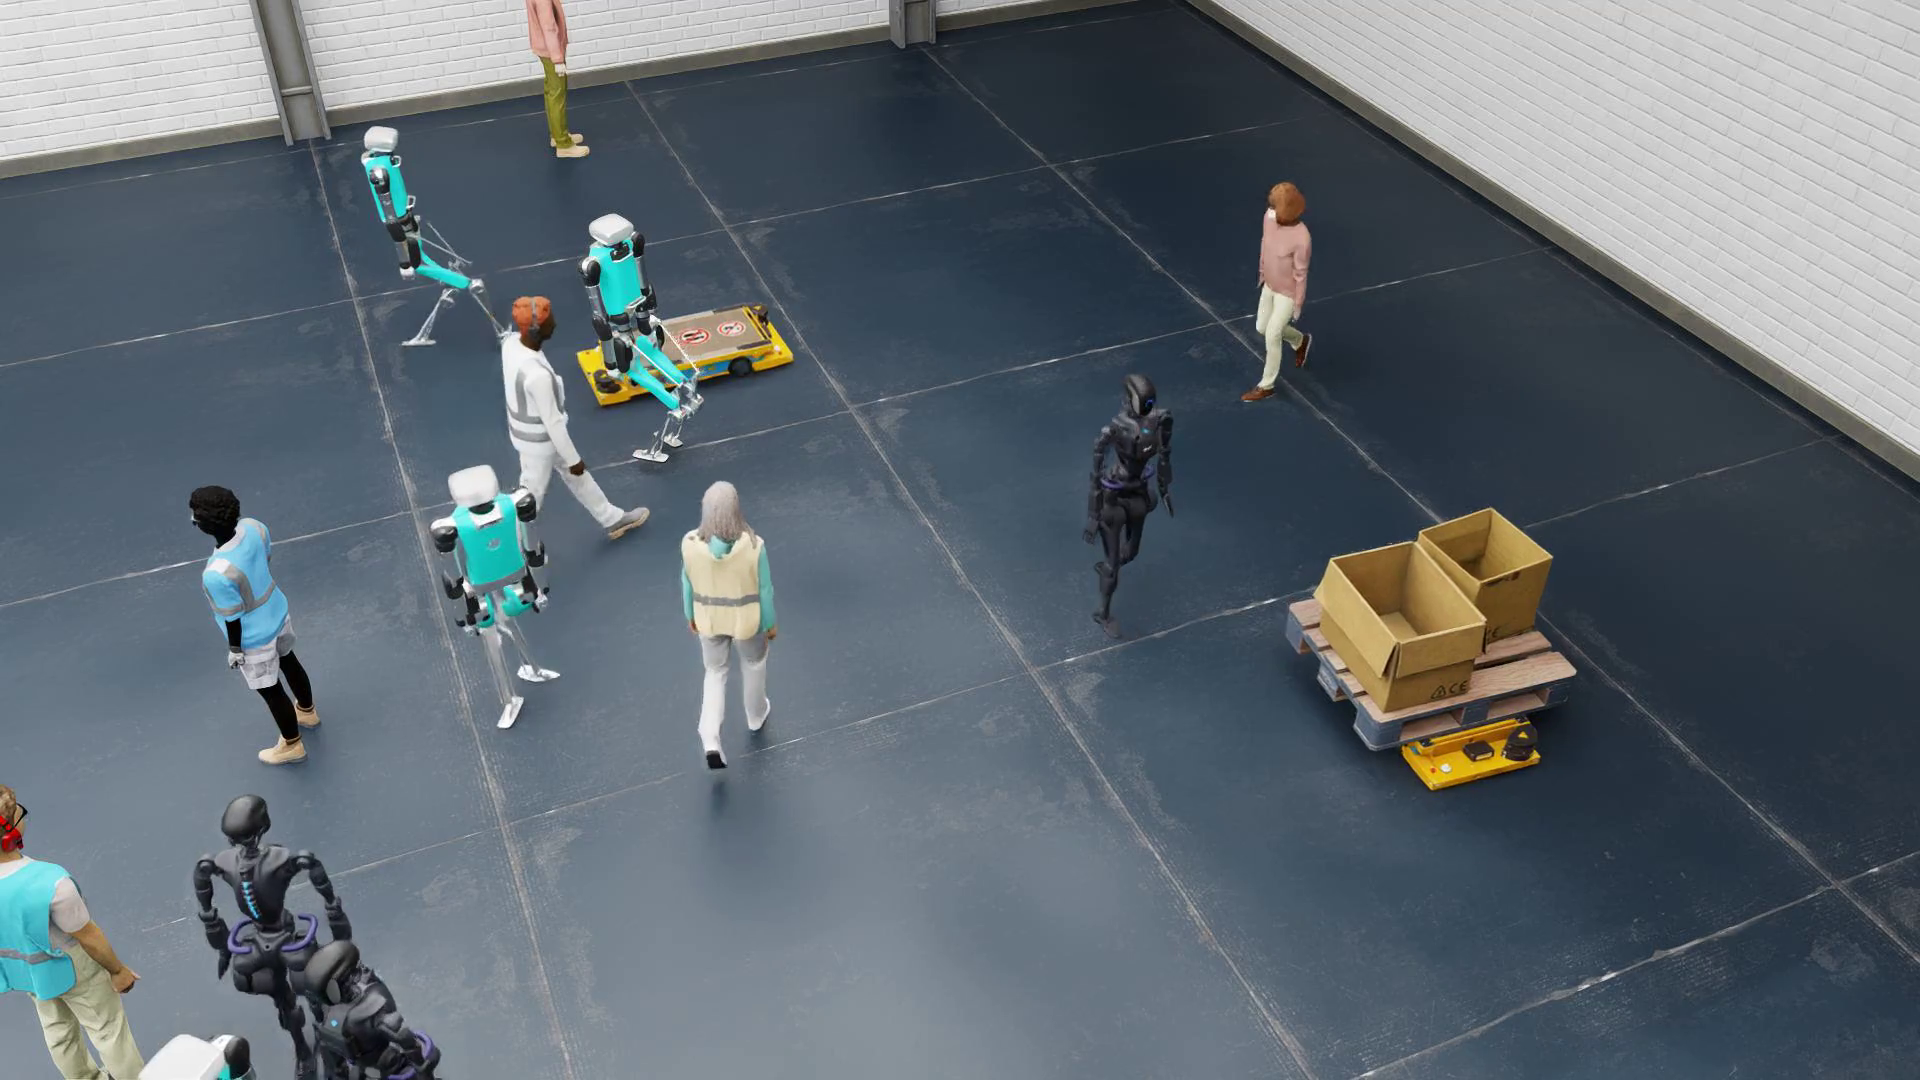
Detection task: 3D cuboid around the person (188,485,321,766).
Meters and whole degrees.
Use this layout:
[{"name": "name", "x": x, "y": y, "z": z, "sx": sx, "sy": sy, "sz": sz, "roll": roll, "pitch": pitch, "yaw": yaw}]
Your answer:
[{"name": "person", "x": -3.623, "y": 0.433, "z": 8.537, "sx": 0.318, "sy": 1.696, "sz": 0.536, "roll": 1, "pitch": 38, "yaw": 1}]

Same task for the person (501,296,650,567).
[{"name": "person", "x": -2.408, "y": -0.622, "z": 9.804, "sx": 0.999, "sy": 1.823, "sz": 0.587, "roll": -16, "pitch": 40, "yaw": -20}]

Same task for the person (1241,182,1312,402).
[{"name": "person", "x": 2.260, "y": -1.729, "z": 11.421, "sx": 0.584, "sy": 1.607, "sz": 0.530, "roll": -16, "pitch": 40, "yaw": -20}]

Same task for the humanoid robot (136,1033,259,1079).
[{"name": "humanoid robot", "x": -2.350, "y": 2.407, "z": 5.899, "sx": 0.676, "sy": 1.747, "sz": 0.543, "roll": 8, "pitch": 38, "yaw": 11}]

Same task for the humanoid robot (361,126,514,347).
[{"name": "humanoid robot", "x": -3.650, "y": -2.112, "z": 11.842, "sx": 0.952, "sy": 1.784, "sz": 0.553, "roll": -7, "pitch": 38, "yaw": -9}]

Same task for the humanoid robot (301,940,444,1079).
[{"name": "humanoid robot", "x": -2.177, "y": 2.078, "z": 6.420, "sx": 0.585, "sy": 1.636, "sz": 0.422, "roll": 16, "pitch": 40, "yaw": 19}]

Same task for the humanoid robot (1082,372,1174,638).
[{"name": "humanoid robot", "x": 0.916, "y": -0.259, "z": 9.486, "sx": 0.590, "sy": 1.664, "sz": 0.508, "roll": -21, "pitch": 42, "yaw": -25}]

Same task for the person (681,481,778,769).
[{"name": "person", "x": -1.183, "y": 0.446, "z": 8.529, "sx": 0.475, "sy": 1.690, "sz": 0.646, "roll": 3, "pitch": 38, "yaw": 4}]

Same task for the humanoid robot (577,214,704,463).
[{"name": "humanoid robot", "x": -1.940, "y": -1.224, "z": 10.552, "sx": 0.735, "sy": 1.677, "sz": 0.533, "roll": 20, "pitch": 42, "yaw": 24}]

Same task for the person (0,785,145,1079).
[{"name": "person", "x": -3.659, "y": 1.724, "z": 6.734, "sx": 0.562, "sy": 1.847, "sz": 0.389, "roll": 7, "pitch": 38, "yaw": 8}]

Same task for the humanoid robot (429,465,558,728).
[{"name": "humanoid robot", "x": -2.485, "y": 0.232, "z": 8.776, "sx": 0.589, "sy": 1.780, "sz": 0.852, "roll": -22, "pitch": 43, "yaw": -26}]

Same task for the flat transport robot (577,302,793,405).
[{"name": "flat transport robot", "x": -1.993, "y": -1.359, "z": 12.042, "sx": 1.431, "sy": 0.231, "sz": 0.659, "roll": -15, "pitch": 40, "yaw": -19}]

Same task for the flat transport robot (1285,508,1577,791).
[{"name": "flat transport robot", "x": 2.541, "y": 0.784, "z": 9.253, "sx": 0.659, "sy": 0.231, "sz": 1.431, "roll": -11, "pitch": 39, "yaw": -14}]

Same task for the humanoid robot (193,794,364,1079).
[{"name": "humanoid robot", "x": -2.812, "y": 1.710, "z": 6.899, "sx": 0.609, "sy": 1.647, "sz": 0.478, "roll": -3, "pitch": 38, "yaw": -4}]

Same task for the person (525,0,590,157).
[{"name": "person", "x": -3.570, "y": -4.265, "z": 14.538, "sx": 0.367, "sy": 1.836, "sz": 0.535, "roll": -13, "pitch": 39, "yaw": -16}]
